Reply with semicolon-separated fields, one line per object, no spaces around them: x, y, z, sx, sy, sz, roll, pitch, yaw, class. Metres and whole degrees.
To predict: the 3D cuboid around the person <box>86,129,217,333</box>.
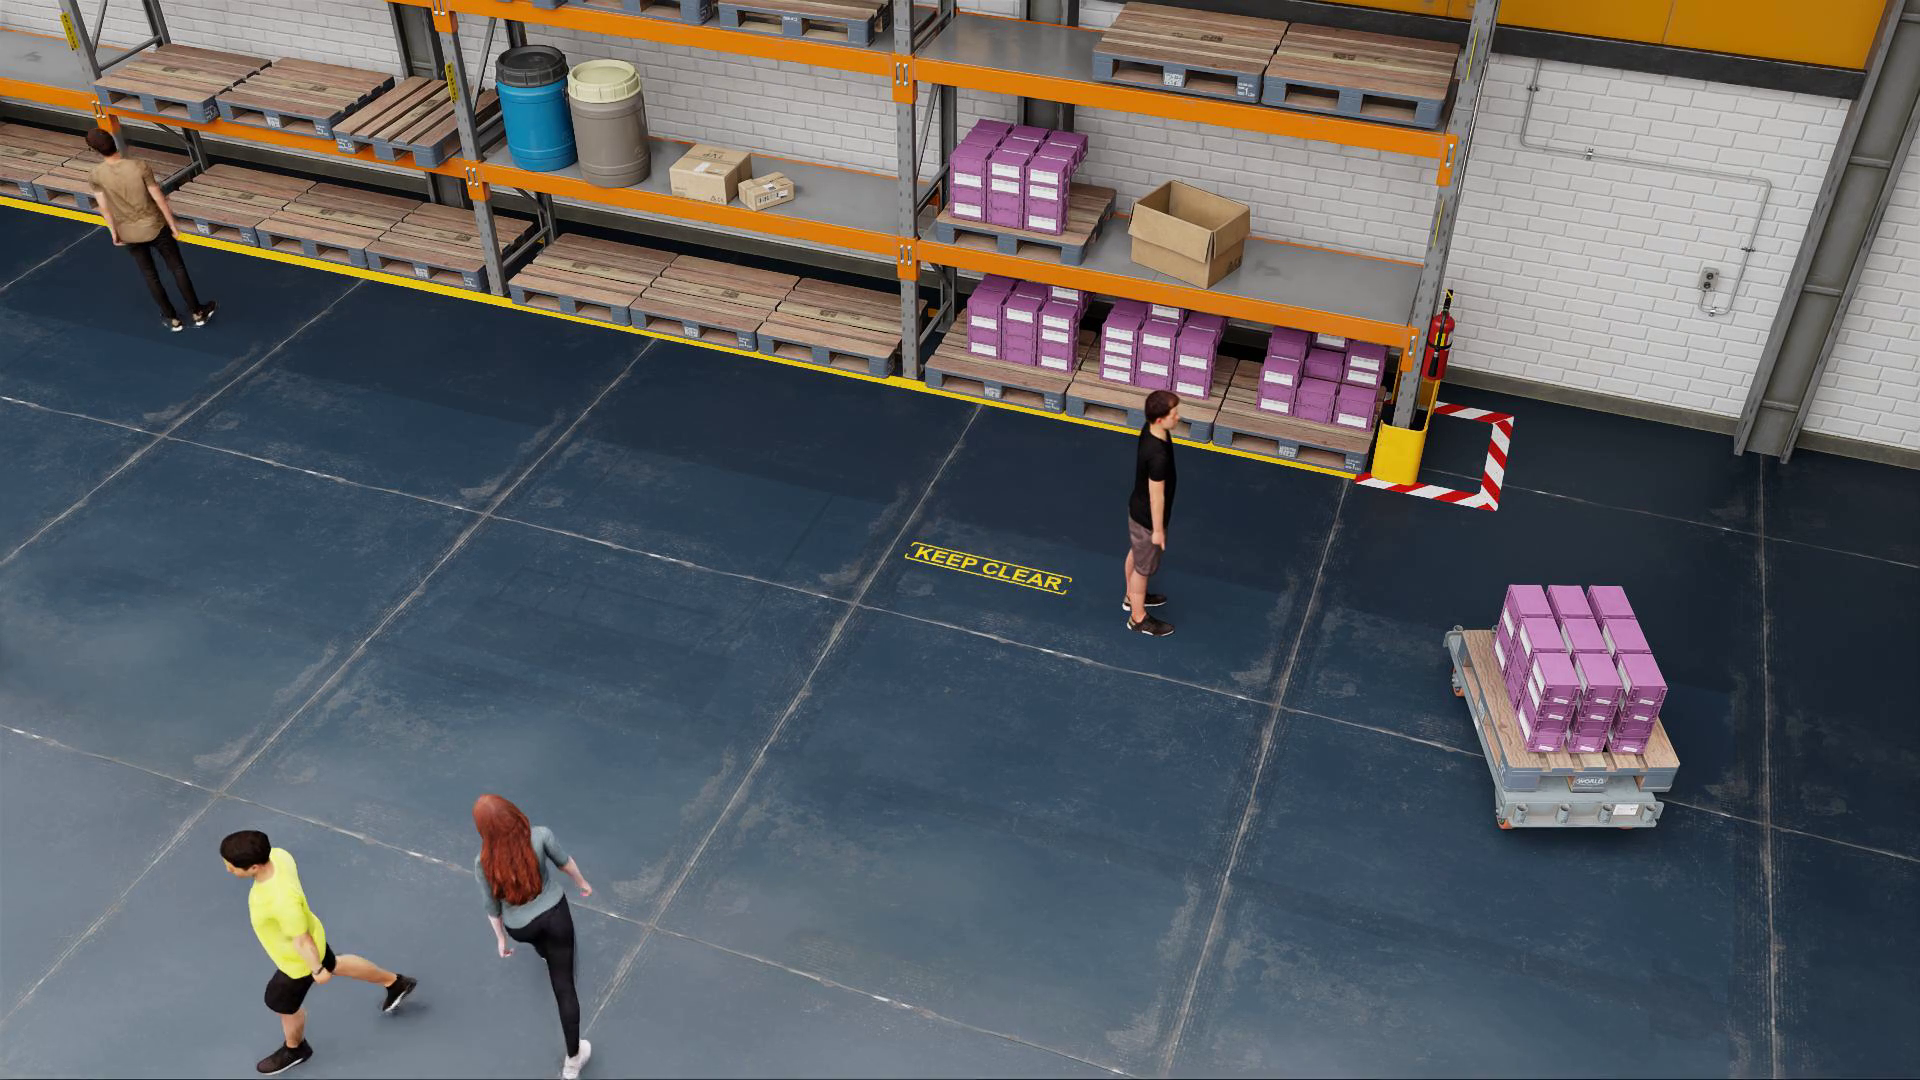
-6.881;-2.614;14.055;0.778;1.832;0.892;-4;39;-5;person

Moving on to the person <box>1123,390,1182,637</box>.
1.252;-0.208;11.019;0.706;1.861;0.744;1;39;1;person

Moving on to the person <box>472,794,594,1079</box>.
-2.120;2.000;8.397;1.196;1.683;1.263;-15;41;-18;person

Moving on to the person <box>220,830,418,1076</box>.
-3.262;2.004;8.403;1.152;1.671;1.113;-16;41;-20;person
